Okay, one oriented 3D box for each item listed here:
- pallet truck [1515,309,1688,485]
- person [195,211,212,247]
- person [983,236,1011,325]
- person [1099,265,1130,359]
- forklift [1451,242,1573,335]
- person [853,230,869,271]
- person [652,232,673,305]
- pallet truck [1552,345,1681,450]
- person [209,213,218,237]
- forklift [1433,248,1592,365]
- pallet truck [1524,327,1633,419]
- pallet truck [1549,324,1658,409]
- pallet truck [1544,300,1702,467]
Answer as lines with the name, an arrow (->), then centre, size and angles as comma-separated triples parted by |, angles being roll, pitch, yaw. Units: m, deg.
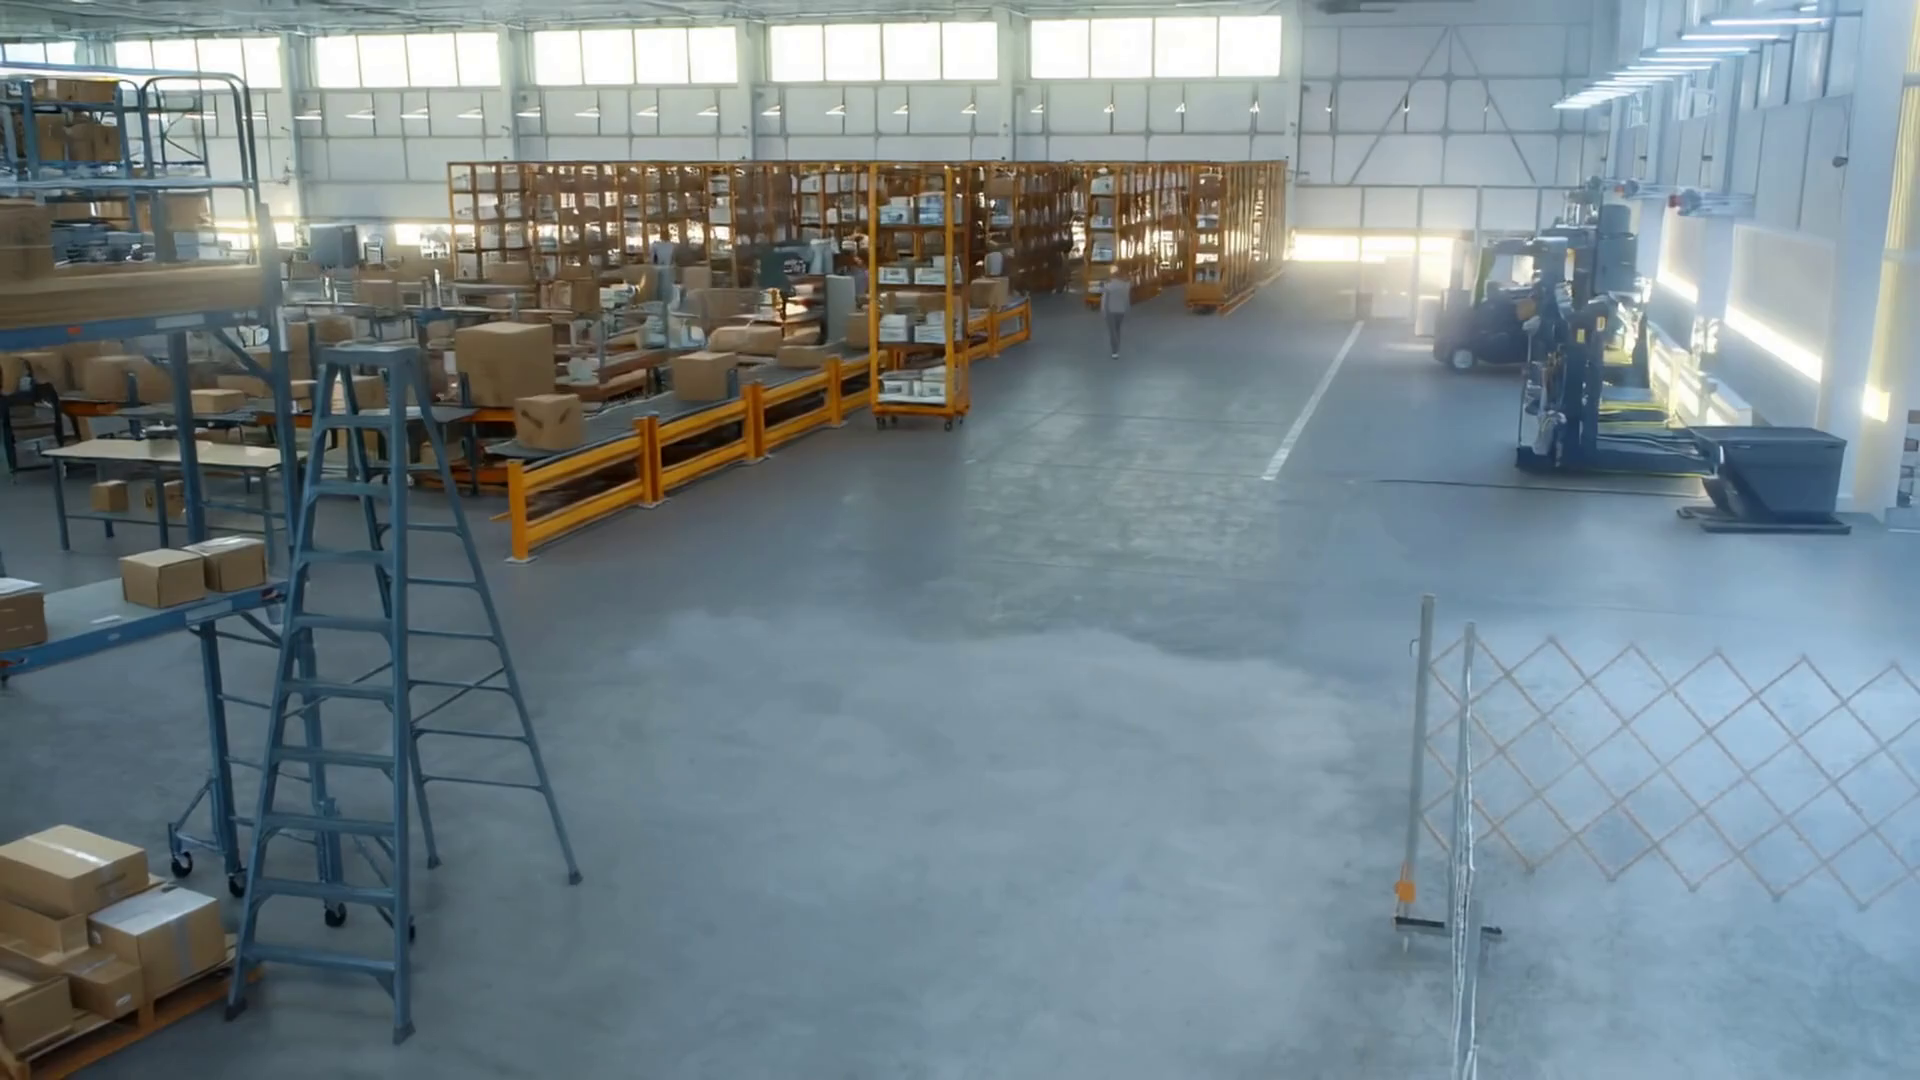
pallet truck -> 7.554, -1.677, 19.446 | 1.885, 1.965, 0.823 | 3, 13, 14
person -> -25.054, -9.935, 55.235 | 0.734, 1.944, 0.504 | 5, 14, 20
person -> 0.766, -5.690, 36.735 | 0.722, 2.021, 0.606 | 11, 17, 40
person -> 2.883, -4.299, 31.333 | 0.551, 1.725, 0.852 | -3, 13, -14
forklift -> 10.464, -4.597, 31.405 | 2.680, 1.987, 1.157 | 4, 14, 16
person -> -2.624, -7.276, 43.994 | 0.403, 1.828, 0.596 | -9, 16, -33
person -> -7.569, -6.914, 42.412 | 0.563, 1.839, 0.393 | -9, 16, -34
pallet truck -> 8.641, -1.896, 21.908 | 1.630, 1.274, 0.653 | 4, 14, 16
person -> -28.634, -11.699, 63.551 | 0.404, 1.623, 0.542 | 3, 13, 13
forklift -> 9.780, -4.111, 29.280 | 2.680, 1.987, 1.157 | 3, 13, 14
pallet truck -> 9.065, -2.460, 24.370 | 1.522, 1.261, 0.704 | 3, 13, 14
pallet truck -> 9.824, -2.669, 25.407 | 1.601, 1.201, 0.680 | 4, 14, 16
pallet truck -> 8.263, -1.952, 20.631 | 1.885, 1.965, 0.823 | 5, 14, 20
